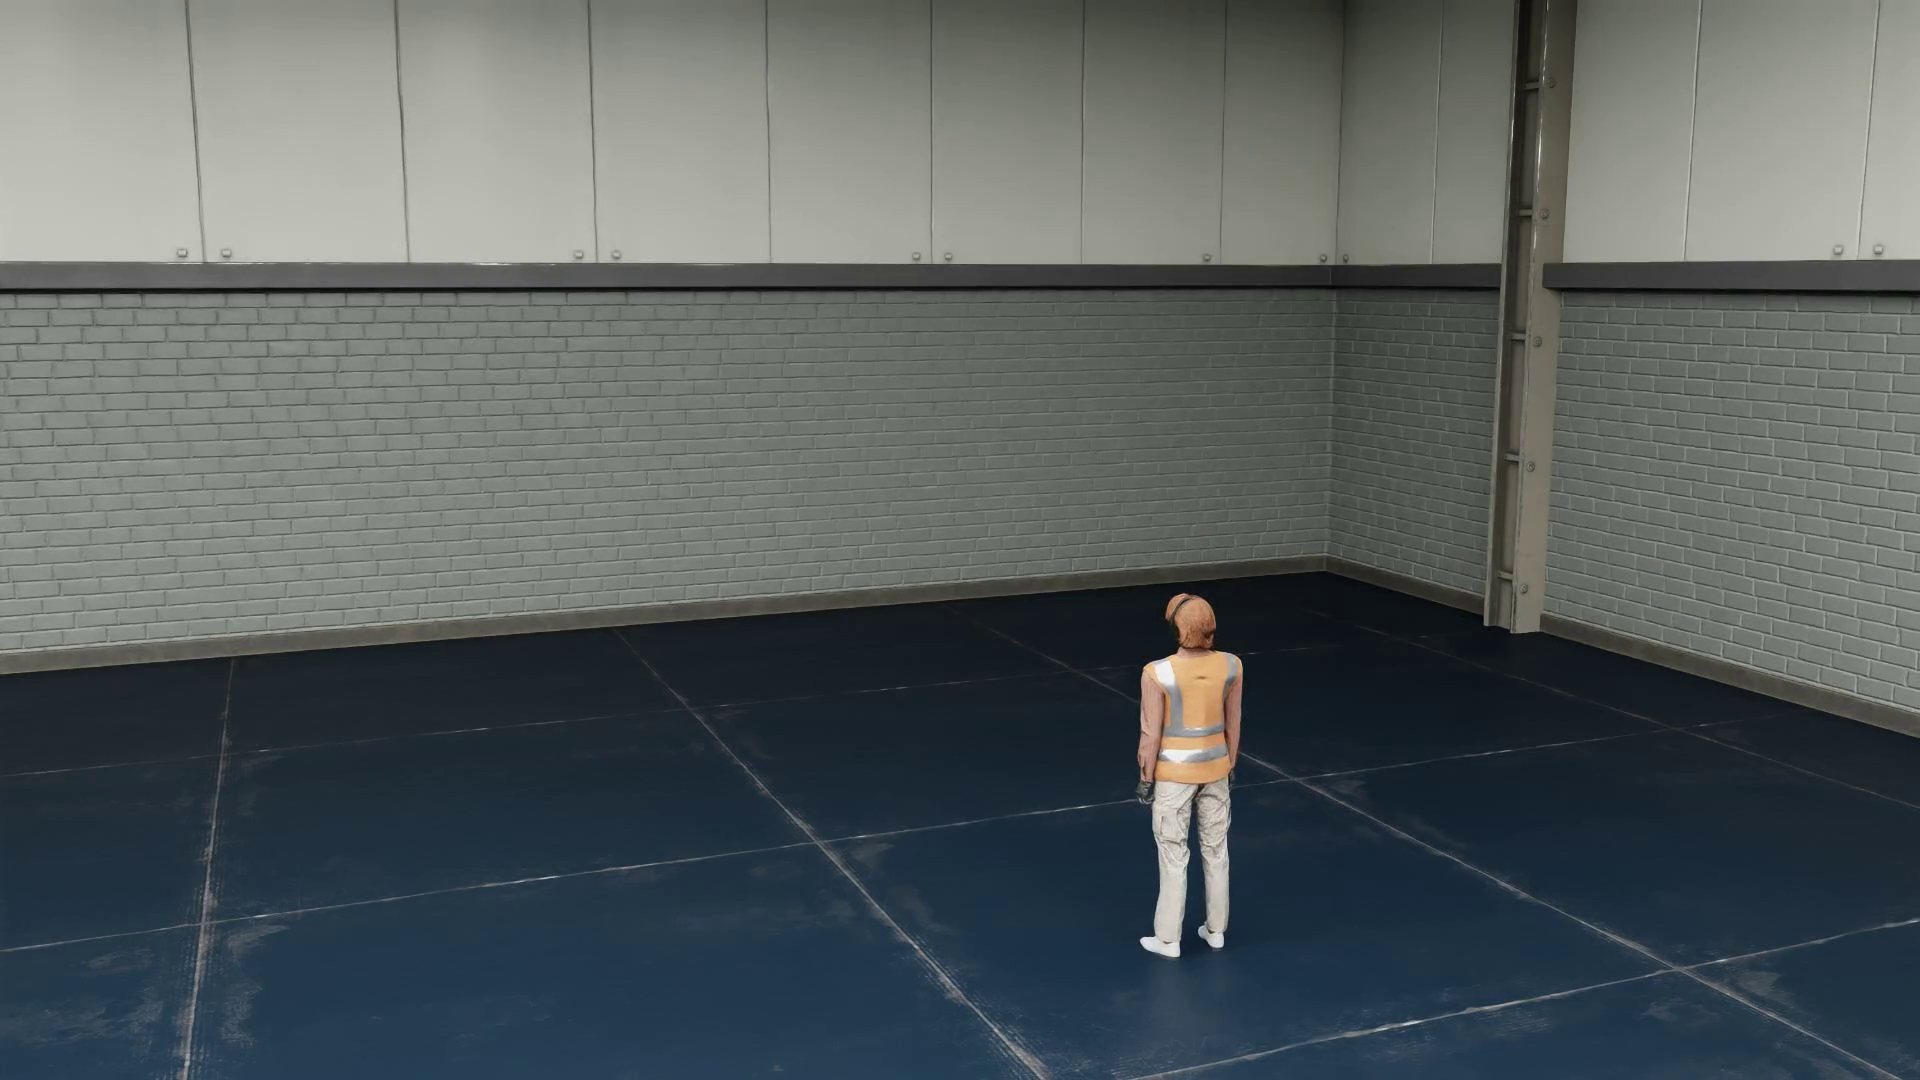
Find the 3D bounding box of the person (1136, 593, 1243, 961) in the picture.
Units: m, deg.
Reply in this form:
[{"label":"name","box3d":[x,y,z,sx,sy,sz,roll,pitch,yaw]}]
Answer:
[{"label":"person","box3d":[1.020,1.049,7.384,0.514,1.641,0.307,-4,10,-23]}]
